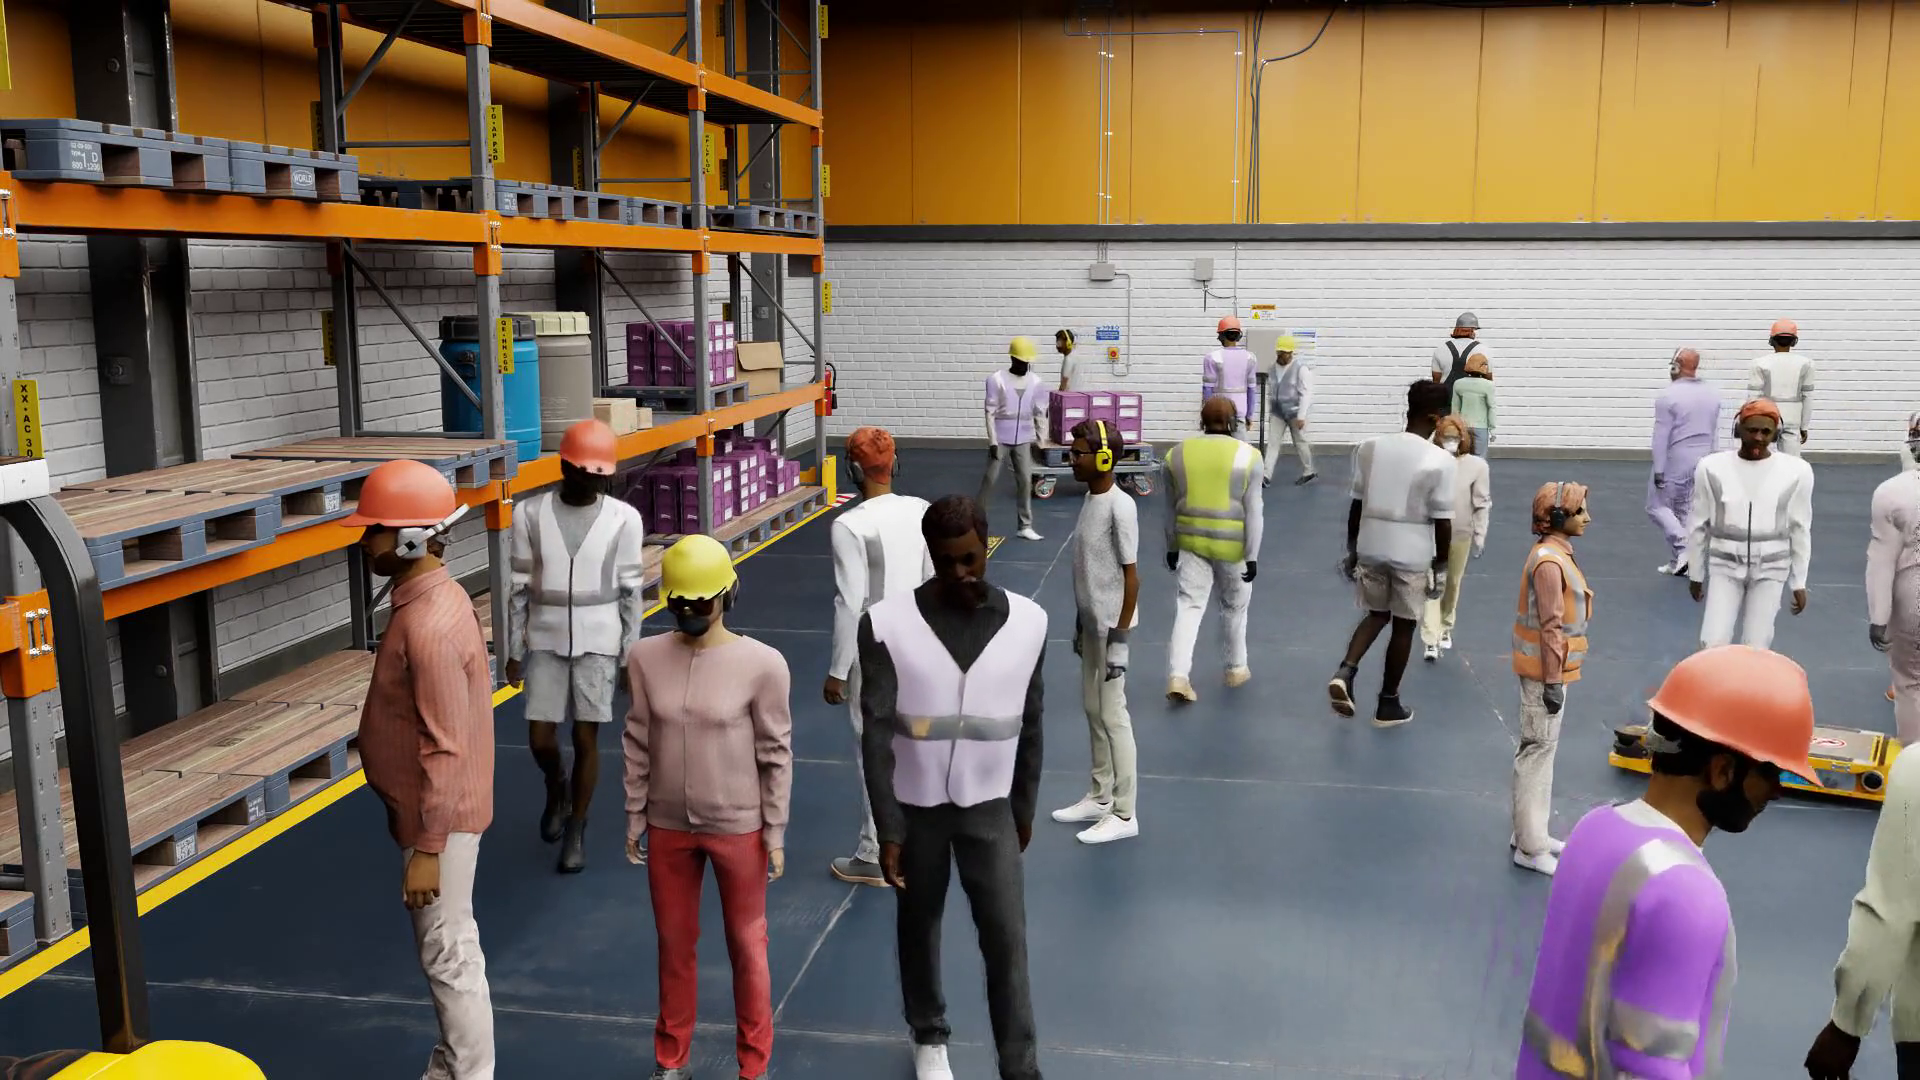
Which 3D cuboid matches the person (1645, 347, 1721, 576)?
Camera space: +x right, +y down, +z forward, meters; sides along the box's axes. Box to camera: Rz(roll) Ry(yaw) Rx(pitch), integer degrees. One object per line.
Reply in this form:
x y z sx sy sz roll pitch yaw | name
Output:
5.881 -0.611 13.501 0.649 1.893 0.518 -3 10 -19 | person

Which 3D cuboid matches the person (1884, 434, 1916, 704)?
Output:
5.609 0.015 9.468 0.635 1.938 0.359 0 9 -3 | person

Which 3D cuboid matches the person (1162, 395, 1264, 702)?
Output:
1.469 0.043 9.771 0.633 1.794 0.978 4 10 25 | person

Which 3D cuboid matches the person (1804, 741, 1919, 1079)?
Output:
2.139 0.997 3.375 0.608 1.959 0.971 -3 10 -18 | person

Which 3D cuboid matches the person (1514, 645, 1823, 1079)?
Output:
1.255 1.116 2.915 0.974 1.860 0.616 0 9 2 | person

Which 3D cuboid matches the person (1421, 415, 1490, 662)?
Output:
3.160 -0.017 10.806 0.516 1.592 0.854 2 9 10 | person

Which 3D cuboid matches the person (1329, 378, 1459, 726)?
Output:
2.376 0.089 9.070 0.605 1.922 0.658 -9 13 -43 | person

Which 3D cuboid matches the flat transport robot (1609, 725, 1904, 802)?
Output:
4.016 1.054 8.191 1.431 0.197 0.652 6 11 31 | flat transport robot

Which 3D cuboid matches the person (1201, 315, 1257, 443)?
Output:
2.821 -1.348 17.584 0.604 2.039 0.401 -3 10 -19 | person

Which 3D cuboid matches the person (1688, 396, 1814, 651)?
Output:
4.108 0.180 8.689 0.576 1.865 0.416 5 10 26 | person

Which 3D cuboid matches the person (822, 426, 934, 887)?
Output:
-0.326 0.472 6.815 0.354 1.886 0.572 8 12 39 | person

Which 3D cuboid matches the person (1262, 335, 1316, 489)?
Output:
3.785 -1.477 19.184 0.956 1.776 0.630 -9 13 -44 | person

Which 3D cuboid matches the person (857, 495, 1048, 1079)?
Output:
0.008 0.810 4.801 0.579 1.868 0.938 -2 9 -11 | person

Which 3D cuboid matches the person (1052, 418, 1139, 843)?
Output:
0.617 0.398 7.326 0.319 1.868 0.521 -2 10 -14 | person

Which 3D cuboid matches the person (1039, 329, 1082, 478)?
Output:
1.236 -1.604 19.884 0.975 1.807 0.481 0 9 1 | person

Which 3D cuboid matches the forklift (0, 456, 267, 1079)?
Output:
-2.328 0.975 2.765 2.313 2.155 1.214 1 9 9 | forklift

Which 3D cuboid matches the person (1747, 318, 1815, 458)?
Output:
8.007 -1.147 16.313 0.607 2.044 0.396 2 9 9 | person

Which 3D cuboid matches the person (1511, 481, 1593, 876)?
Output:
2.472 0.567 6.984 0.308 1.641 0.511 3 10 18 | person

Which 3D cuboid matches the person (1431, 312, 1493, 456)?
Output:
5.797 -1.608 19.165 0.688 2.000 0.536 5 10 29 | person

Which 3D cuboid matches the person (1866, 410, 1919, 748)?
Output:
4.588 0.327 7.770 0.675 1.870 0.773 2 10 15 | person

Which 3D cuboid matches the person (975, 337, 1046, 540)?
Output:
0.441 -0.931 15.440 0.780 1.898 0.576 -4 10 -24 | person

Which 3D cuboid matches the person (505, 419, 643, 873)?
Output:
-1.605 0.437 6.950 0.581 1.908 0.495 -1 9 -8 | person

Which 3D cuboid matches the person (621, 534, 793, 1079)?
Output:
-0.750 0.848 4.891 0.523 1.760 0.324 2 9 13 | person

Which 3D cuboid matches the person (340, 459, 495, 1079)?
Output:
-1.493 0.765 4.671 0.375 1.995 0.611 -3 10 -20 | person

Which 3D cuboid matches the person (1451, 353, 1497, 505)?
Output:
5.491 -1.179 17.770 0.507 1.632 0.274 9 13 44 | person
